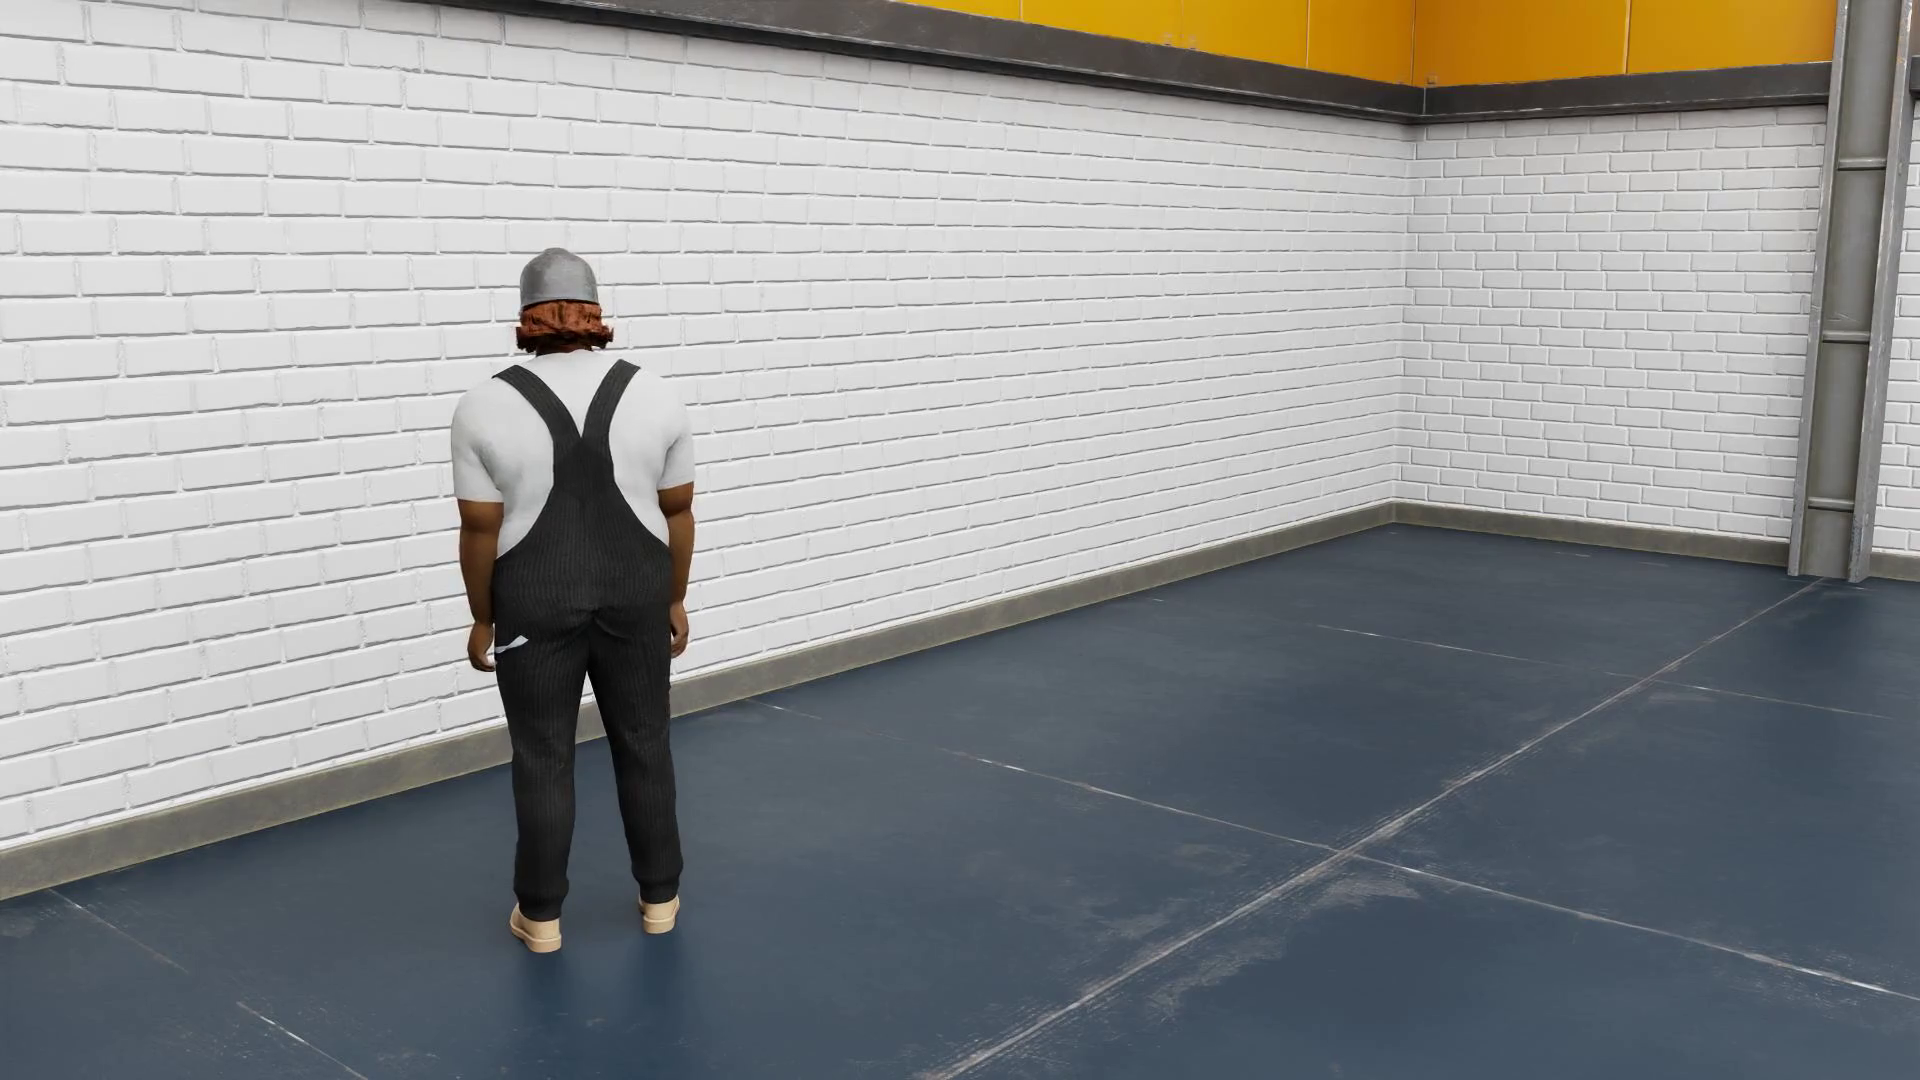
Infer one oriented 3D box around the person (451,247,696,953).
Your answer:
[{"bbox_3d":[-1.119,0.164,4.845,0.672,2.000,0.536,-4,11,-21],"label":"person"}]
